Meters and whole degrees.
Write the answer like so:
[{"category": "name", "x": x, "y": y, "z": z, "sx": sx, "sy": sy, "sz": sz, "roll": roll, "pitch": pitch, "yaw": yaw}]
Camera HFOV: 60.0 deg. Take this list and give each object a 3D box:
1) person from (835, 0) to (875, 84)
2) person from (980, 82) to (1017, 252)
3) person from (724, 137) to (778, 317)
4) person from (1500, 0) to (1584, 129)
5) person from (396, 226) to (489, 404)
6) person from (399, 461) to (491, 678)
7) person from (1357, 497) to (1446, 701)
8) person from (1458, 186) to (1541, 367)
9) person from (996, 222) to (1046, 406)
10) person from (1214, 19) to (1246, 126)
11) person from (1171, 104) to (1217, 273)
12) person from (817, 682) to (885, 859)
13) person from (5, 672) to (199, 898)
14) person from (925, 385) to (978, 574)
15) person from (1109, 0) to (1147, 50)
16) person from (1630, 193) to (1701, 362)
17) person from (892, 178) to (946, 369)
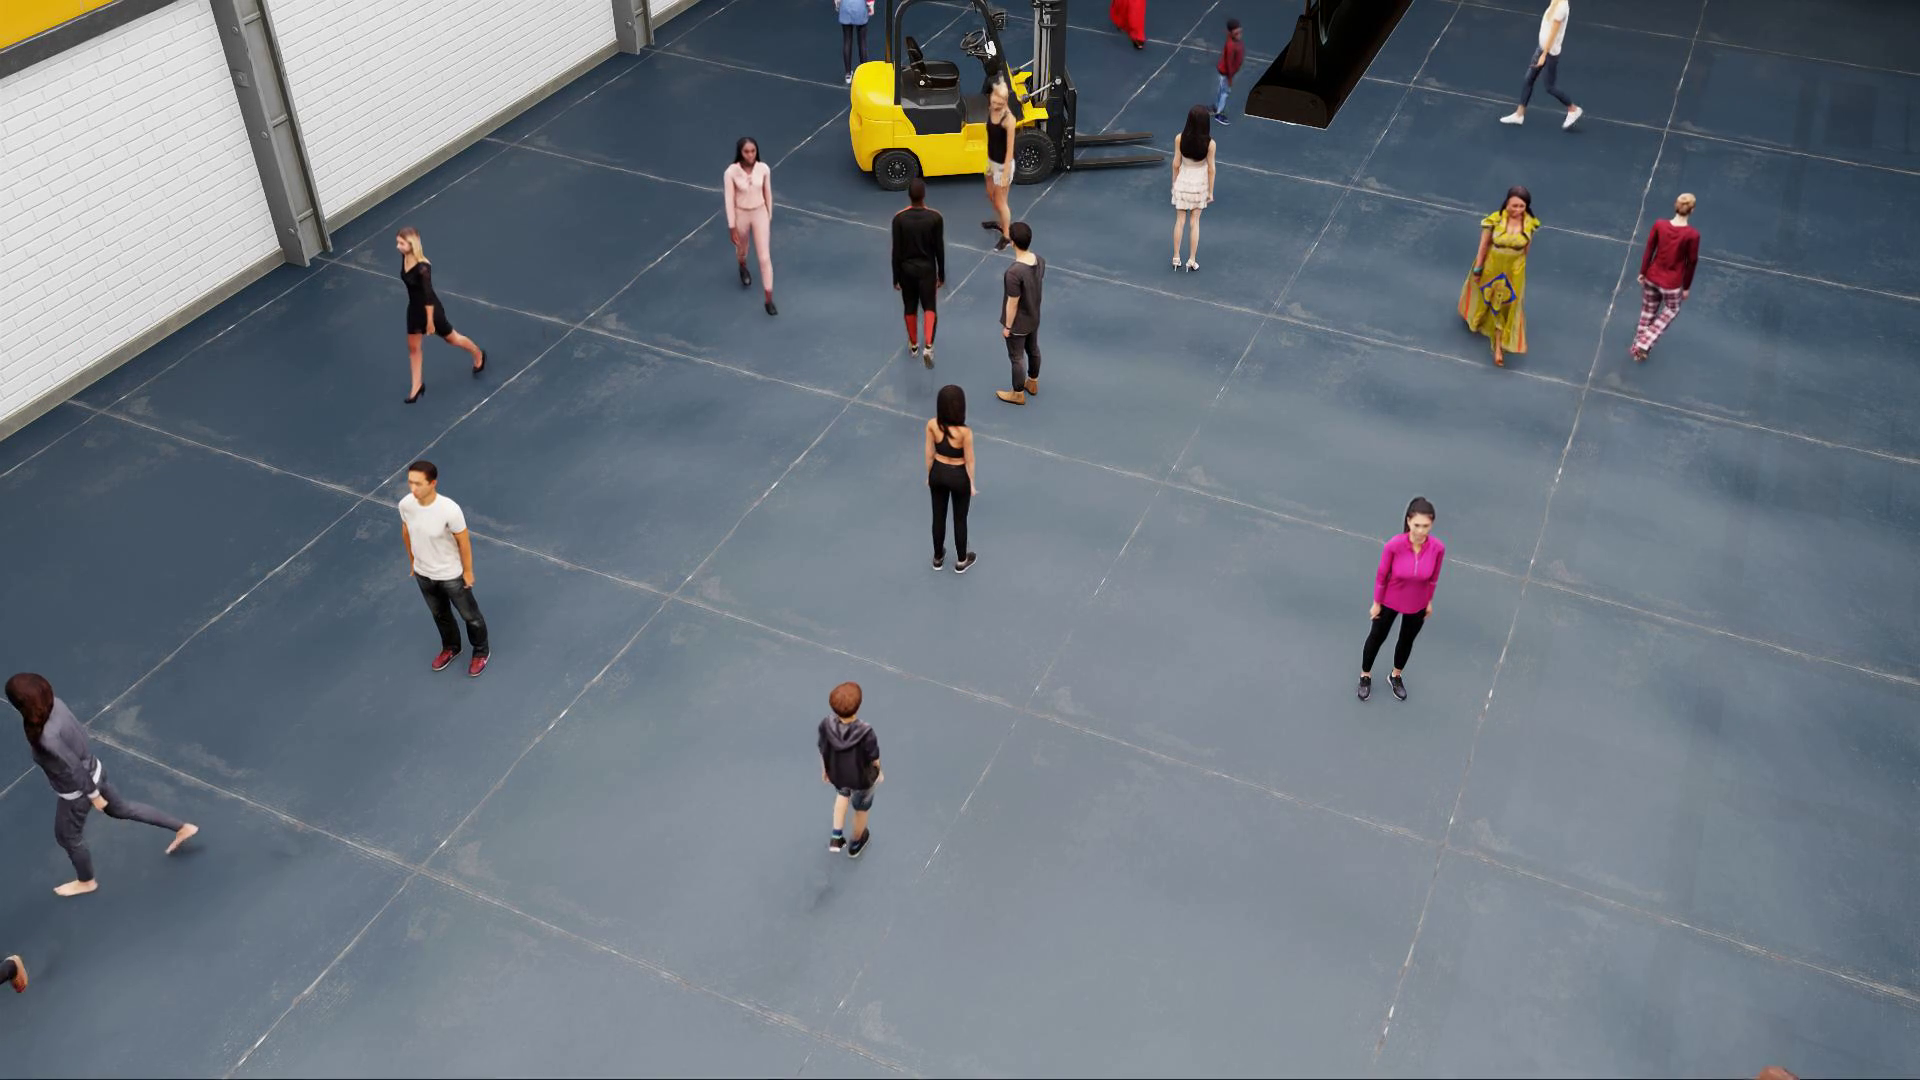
[{"category": "person", "x": -1.281, "y": -6.391, "z": 19.954, "sx": 0.695, "sy": 1.808, "sz": 0.584, "roll": 8, "pitch": 39, "yaw": 10}, {"category": "person", "x": 0.421, "y": -3.792, "z": 16.693, "sx": 0.895, "sy": 1.817, "sz": 0.887, "roll": -10, "pitch": 40, "yaw": -12}, {"category": "person", "x": -2.037, "y": -3.059, "z": 15.885, "sx": 1.116, "sy": 1.681, "sz": 1.212, "roll": -11, "pitch": 40, "yaw": -14}, {"category": "person", "x": 6.781, "y": -5.516, "z": 18.878, "sx": 0.936, "sy": 1.784, "sz": 1.131, "roll": 2, "pitch": 39, "yaw": 3}, {"category": "person", "x": -4.593, "y": -2.013, "z": 14.612, "sx": 0.831, "sy": 1.635, "sz": 1.161, "roll": 32, "pitch": 48, "yaw": 33}, {"category": "person", "x": -3.643, "y": 0.185, "z": 11.731, "sx": 0.675, "sy": 1.805, "sz": 0.598, "roll": 9, "pitch": 39, "yaw": 11}, {"category": "person", "x": 3.068, "y": 0.416, "z": 11.527, "sx": 0.675, "sy": 1.698, "sz": 0.689, "roll": 0, "pitch": 39, "yaw": 0}, {"category": "person", "x": 4.933, "y": -2.516, "z": 15.277, "sx": 1.033, "sy": 1.600, "sz": 1.343, "roll": 2, "pitch": 39, "yaw": 3}, {"category": "person", "x": 0.553, "y": -1.967, "z": 14.493, "sx": 0.735, "sy": 1.711, "sz": 0.583, "roll": 29, "pitch": 47, "yaw": 31}, {"category": "person", "x": 3.080, "y": -5.449, "z": 19.236, "sx": 0.755, "sy": 1.233, "sz": 0.530, "roll": 1, "pitch": 39, "yaw": 2}, {"category": "person", "x": 2.261, "y": -3.439, "z": 16.317, "sx": 0.586, "sy": 1.735, "sz": 0.530, "roll": 14, "pitch": 41, "yaw": 17}, {"category": "person", "x": -0.703, "y": 1.489, "z": 10.385, "sx": 0.537, "sy": 1.436, "sz": 0.574, "roll": 14, "pitch": 41, "yaw": 17}, {"category": "person", "x": -5.288, "y": 1.457, "z": 10.193, "sx": 1.171, "sy": 1.727, "sz": 1.106, "roll": -12, "pitch": 40, "yaw": -15}, {"category": "person", "x": -0.079, "y": -0.457, "z": 12.657, "sx": 0.567, "sy": 1.642, "sz": 0.517, "roll": 13, "pitch": 40, "yaw": 15}, {"category": "person", "x": 2.144, "y": -7.150, "z": 20.965, "sx": 1.065, "sy": 1.743, "sz": 1.207, "roll": -8, "pitch": 39, "yaw": -10}, {"category": "person", "x": 6.303, "y": -2.317, "z": 14.947, "sx": 0.741, "sy": 1.690, "sz": 0.773, "roll": 31, "pitch": 48, "yaw": 33}, {"category": "person", "x": -0.380, "y": -2.350, "z": 14.908, "sx": 0.917, "sy": 1.790, "sz": 1.094, "roll": -2, "pitch": 39, "yaw": -3}]
